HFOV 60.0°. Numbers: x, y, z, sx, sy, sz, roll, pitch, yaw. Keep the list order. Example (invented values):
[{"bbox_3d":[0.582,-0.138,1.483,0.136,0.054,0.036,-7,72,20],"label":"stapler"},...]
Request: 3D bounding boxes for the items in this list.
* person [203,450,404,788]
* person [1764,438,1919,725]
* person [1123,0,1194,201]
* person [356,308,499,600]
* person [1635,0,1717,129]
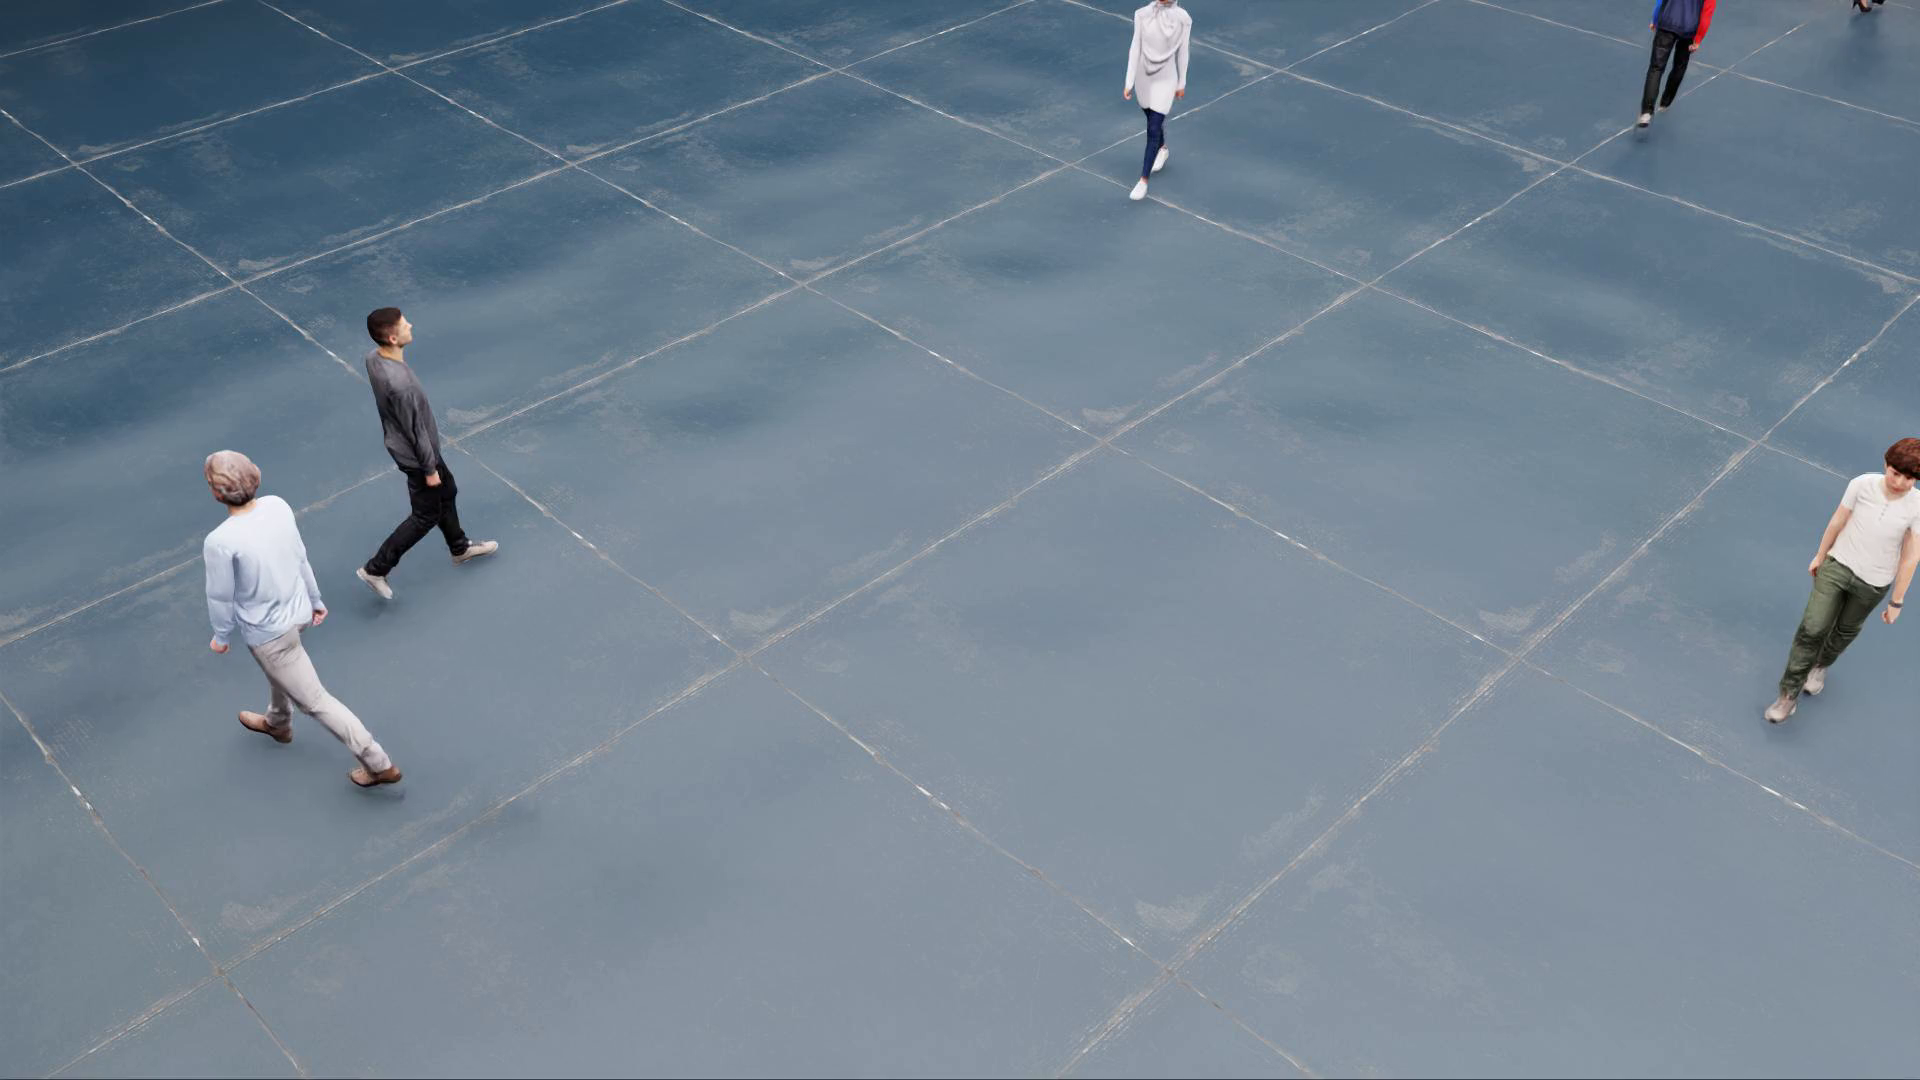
[{"bbox_3d":[-3.141,0.446,7.859,1.113,1.841,1.313,12,39,15],"label":"person"},{"bbox_3d":[4.566,0.141,8.432,0.713,1.631,0.988,23,43,28],"label":"person"},{"bbox_3d":[1.598,-3.702,13.404,0.865,1.732,1.213,16,40,20],"label":"person"},{"bbox_3d":[-3.070,-0.448,9.121,1.100,1.737,0.740,-23,43,-28],"label":"person"},{"bbox_3d":[6.162,-4.378,14.303,0.950,1.721,1.262,14,39,18],"label":"person"}]
